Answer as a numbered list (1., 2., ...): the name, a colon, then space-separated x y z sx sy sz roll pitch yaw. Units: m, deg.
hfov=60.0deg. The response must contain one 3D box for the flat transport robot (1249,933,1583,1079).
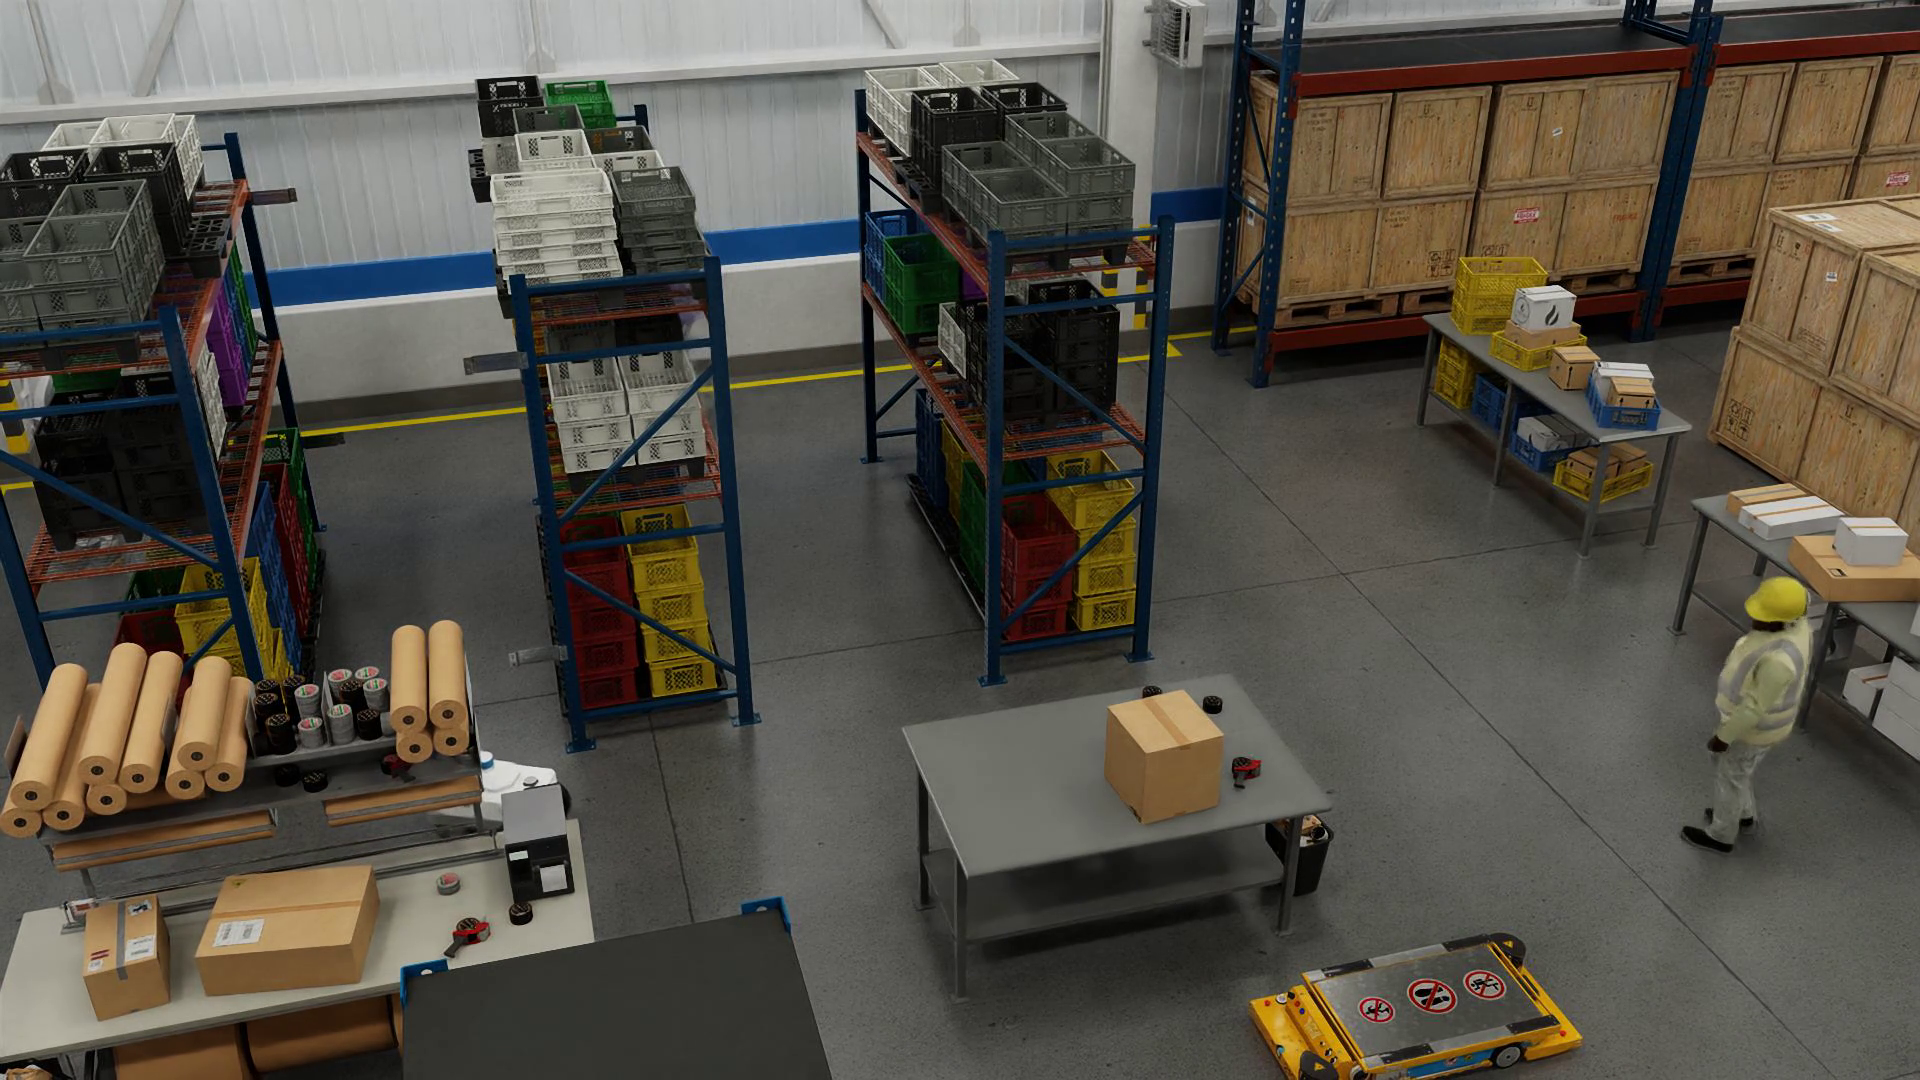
1. flat transport robot: 2.184 2.282 7.980 1.431 0.197 0.652 -8 30 -14

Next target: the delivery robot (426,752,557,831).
1. delivery robot: -2.610 1.396 9.207 0.707 0.478 0.477 5 29 9

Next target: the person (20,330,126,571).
1. person: -6.269 -0.651 11.655 0.574 1.884 0.358 19 34 30

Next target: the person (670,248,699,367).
1. person: -2.379 -1.827 13.755 0.436 1.931 0.663 1 29 2

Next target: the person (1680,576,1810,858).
1. person: 4.215 0.937 8.857 0.405 1.798 0.611 15 32 26
